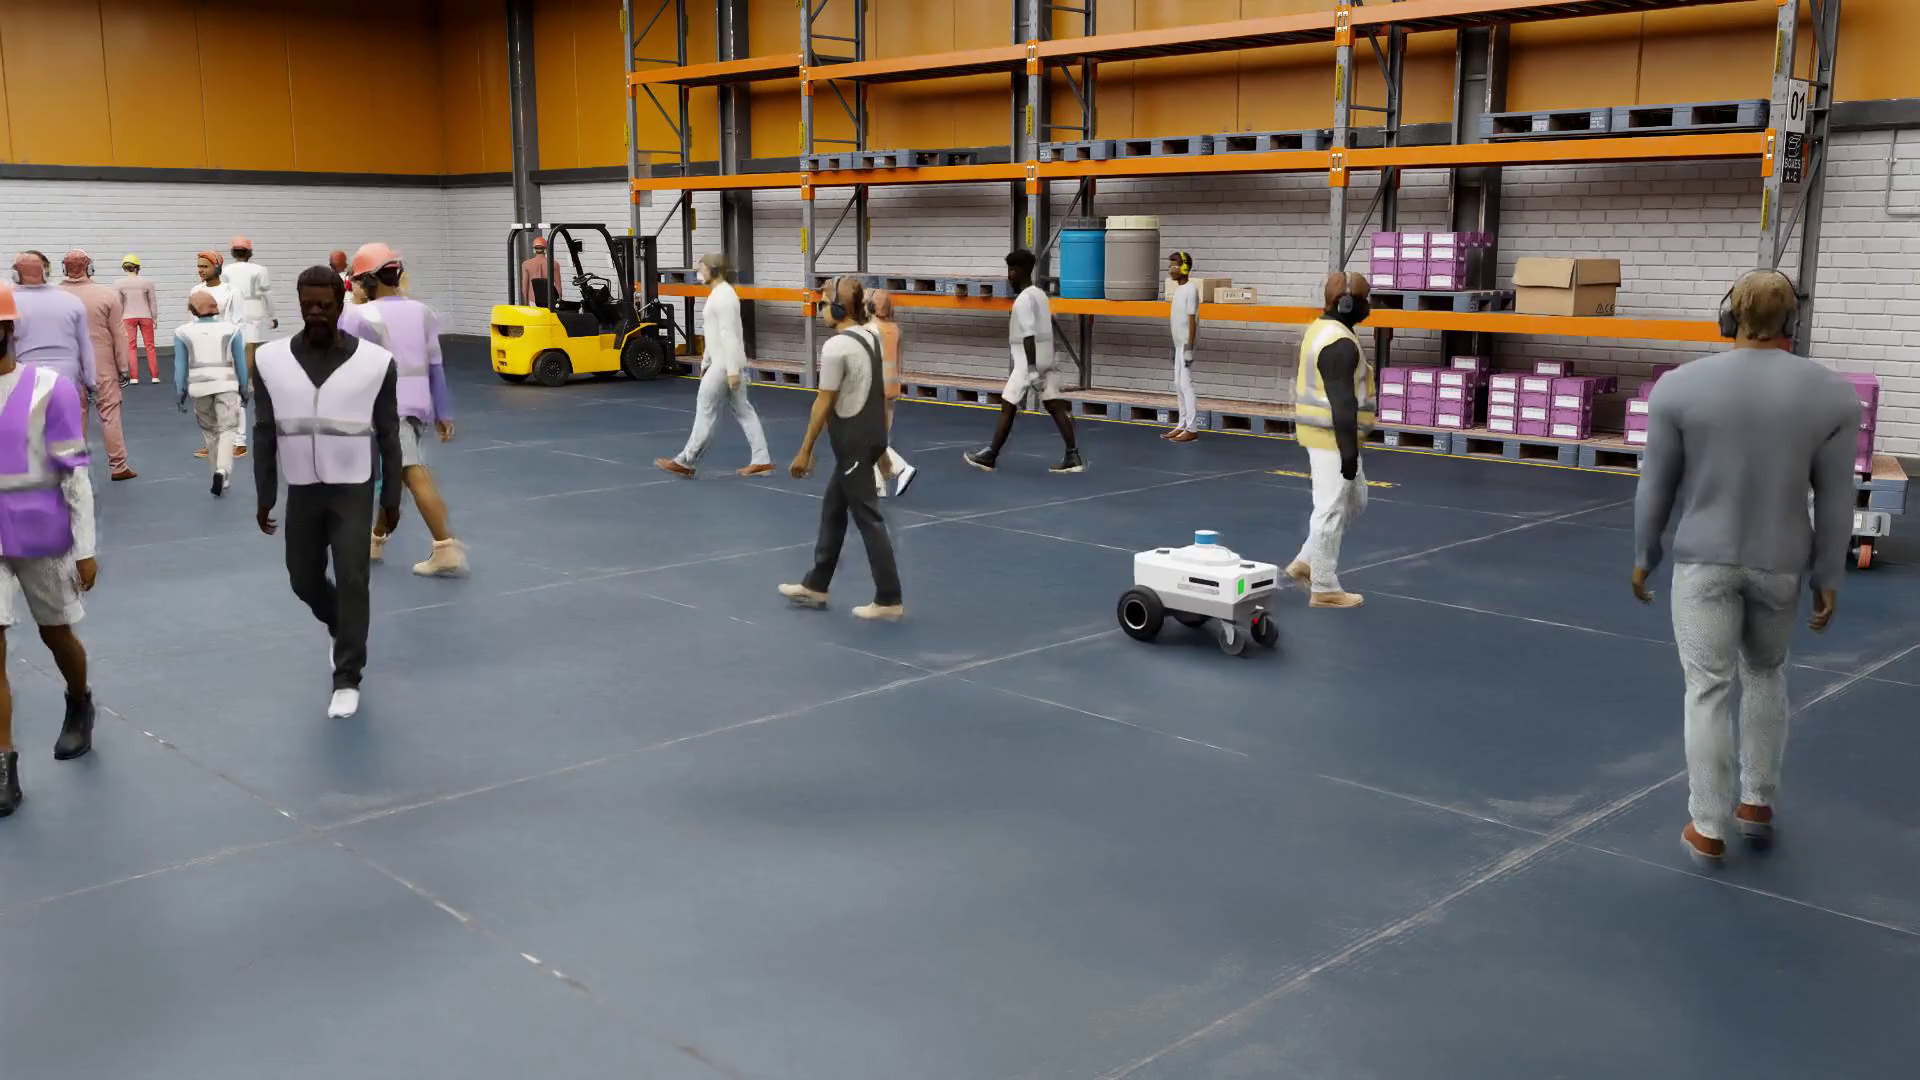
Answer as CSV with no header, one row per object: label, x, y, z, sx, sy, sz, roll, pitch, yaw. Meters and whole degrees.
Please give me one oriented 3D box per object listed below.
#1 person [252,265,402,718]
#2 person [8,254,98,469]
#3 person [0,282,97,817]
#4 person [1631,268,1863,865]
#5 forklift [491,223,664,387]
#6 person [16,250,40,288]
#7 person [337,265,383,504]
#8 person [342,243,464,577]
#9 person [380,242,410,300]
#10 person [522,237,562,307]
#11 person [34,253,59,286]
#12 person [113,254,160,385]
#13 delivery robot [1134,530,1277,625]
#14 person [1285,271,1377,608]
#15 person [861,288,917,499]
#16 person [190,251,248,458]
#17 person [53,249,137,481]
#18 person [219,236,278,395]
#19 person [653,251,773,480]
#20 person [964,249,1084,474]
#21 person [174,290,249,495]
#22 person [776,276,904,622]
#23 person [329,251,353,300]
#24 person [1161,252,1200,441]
person,-2.711,-0.232,7.192,0.600,1.904,0.720,-1,10,-7
person,-6.815,-1.179,12.387,0.660,1.883,0.419,-9,13,-39
person,-3.452,-0.028,6.093,0.553,1.901,0.949,-2,11,-13
person,2.540,0.082,5.462,0.632,1.916,0.651,2,11,13
forklift,-5.316,-3.263,22.920,2.313,2.155,1.214,-10,14,-44
person,-12.676,-3.096,23.059,0.866,1.807,0.651,-4,11,-21
person,-4.503,-1.179,12.560,0.575,1.822,0.792,-6,12,-29
person,-3.399,-0.773,9.967,1.087,1.977,0.636,6,12,30
person,-7.363,-2.865,21.482,0.590,1.928,0.412,-1,10,-4
person,-6.690,-3.848,26.657,0.623,1.989,0.399,-2,11,-12
person,-9.394,-2.018,17.067,0.749,1.853,0.521,6,12,31
person,-11.190,-2.989,22.603,0.524,1.764,0.329,-6,12,-30
delivery robot,1.216,0.196,8.273,0.707,0.478,0.477,10,15,44
person,2.035,-0.526,8.989,0.447,1.830,0.655,1,10,5
person,-0.568,-1.098,12.639,0.495,1.629,0.526,5,12,27
person,-6.752,-1.677,15.125,0.572,1.883,0.356,3,11,18
person,-7.162,-1.428,13.688,0.641,1.913,0.410,-2,11,-11
person,-9.141,-2.887,21.411,0.627,1.996,0.998,-1,10,-4
person,-2.035,-1.437,13.792,1.010,1.884,0.652,-1,10,-6
person,0.577,-1.504,14.120,1.059,1.907,0.609,5,11,24
person,-5.858,-1.149,13.030,0.530,1.608,0.752,-3,11,-17
person,-0.670,-0.474,8.781,0.901,1.806,0.519,3,11,18
person,-7.601,-2.642,20.544,1.010,1.825,0.596,7,12,33
person,2.199,-1.900,16.418,0.328,1.861,0.541,-2,11,-9
